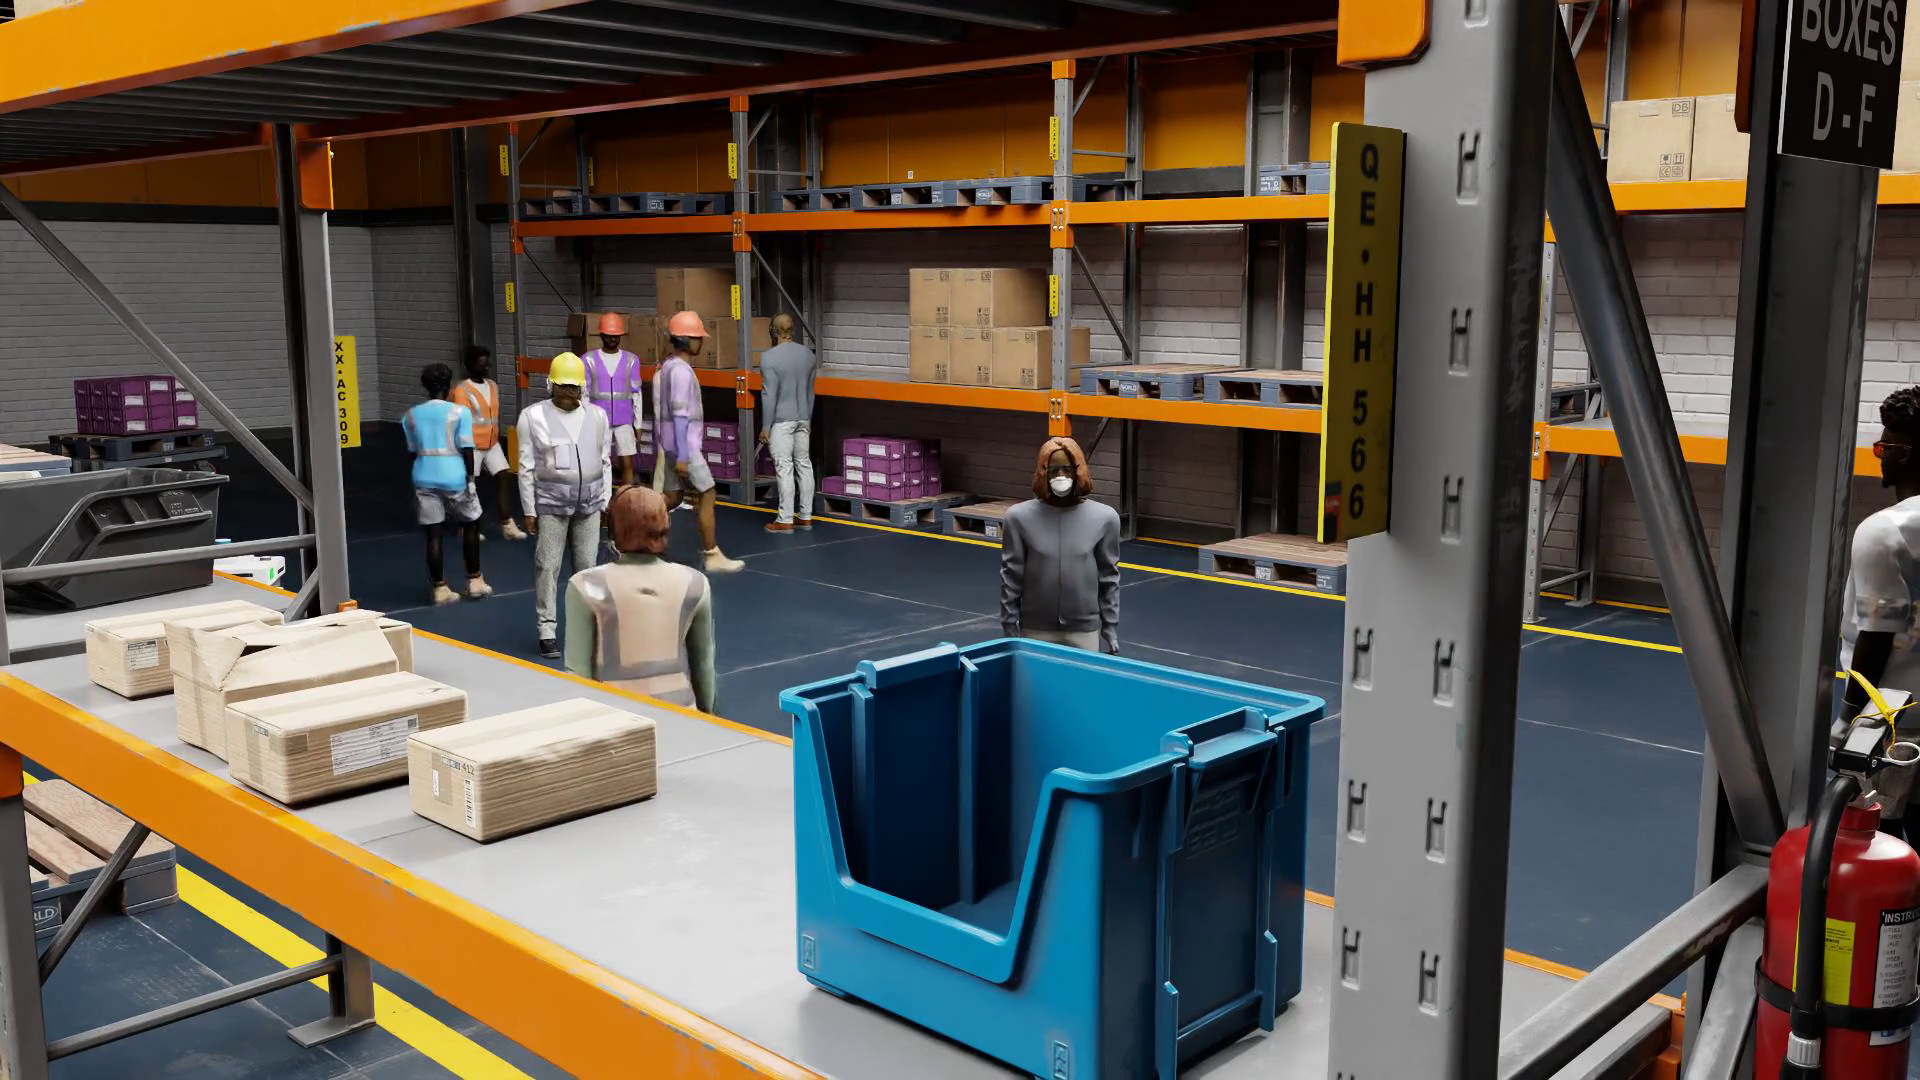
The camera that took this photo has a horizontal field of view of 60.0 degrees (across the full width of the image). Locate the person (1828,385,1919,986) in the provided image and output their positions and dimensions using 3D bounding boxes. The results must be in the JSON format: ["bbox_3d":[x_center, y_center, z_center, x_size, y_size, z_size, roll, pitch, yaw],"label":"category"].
[{"bbox_3d":[2.926,0.500,5.175,0.607,1.965,0.367,-6,11,-31],"label":"person"}]

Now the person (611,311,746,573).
[{"bbox_3d":[-2.153,-0.720,12.536,0.947,2.011,0.624,-3,10,-18],"label":"person"}]

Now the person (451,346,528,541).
[{"bbox_3d":[-3.976,-0.793,13.999,0.746,1.660,0.546,5,10,27],"label":"person"}]

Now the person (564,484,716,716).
[{"bbox_3d":[-1.027,0.636,5.400,0.533,1.612,0.403,-5,11,-30],"label":"person"}]

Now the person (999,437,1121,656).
[{"bbox_3d":[0.413,0.385,6.898,0.505,1.633,0.279,0,9,-1],"label":"person"}]

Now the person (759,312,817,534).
[{"bbox_3d":[-1.518,-1.021,14.598,0.378,1.937,0.628,8,12,39],"label":"person"}]

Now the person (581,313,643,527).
[{"bbox_3d":[-3.119,-1.072,14.942,0.545,1.929,0.385,-3,10,-16],"label":"person"}]

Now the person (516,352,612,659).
[{"bbox_3d":[-2.344,-0.210,9.971,0.587,1.822,0.403,-6,11,-35],"label":"person"}]

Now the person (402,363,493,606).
[{"bbox_3d":[-3.569,-0.393,11.571,0.551,1.654,0.613,1,9,8],"label":"person"}]

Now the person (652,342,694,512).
[{"bbox_3d":[-2.745,-1.077,15.899,0.287,1.629,0.502,6,11,33],"label":"person"}]

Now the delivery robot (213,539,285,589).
[{"bbox_3d":[-4.786,0.235,10.830,0.707,0.478,0.477,-2,9,-9],"label":"delivery robot"}]
